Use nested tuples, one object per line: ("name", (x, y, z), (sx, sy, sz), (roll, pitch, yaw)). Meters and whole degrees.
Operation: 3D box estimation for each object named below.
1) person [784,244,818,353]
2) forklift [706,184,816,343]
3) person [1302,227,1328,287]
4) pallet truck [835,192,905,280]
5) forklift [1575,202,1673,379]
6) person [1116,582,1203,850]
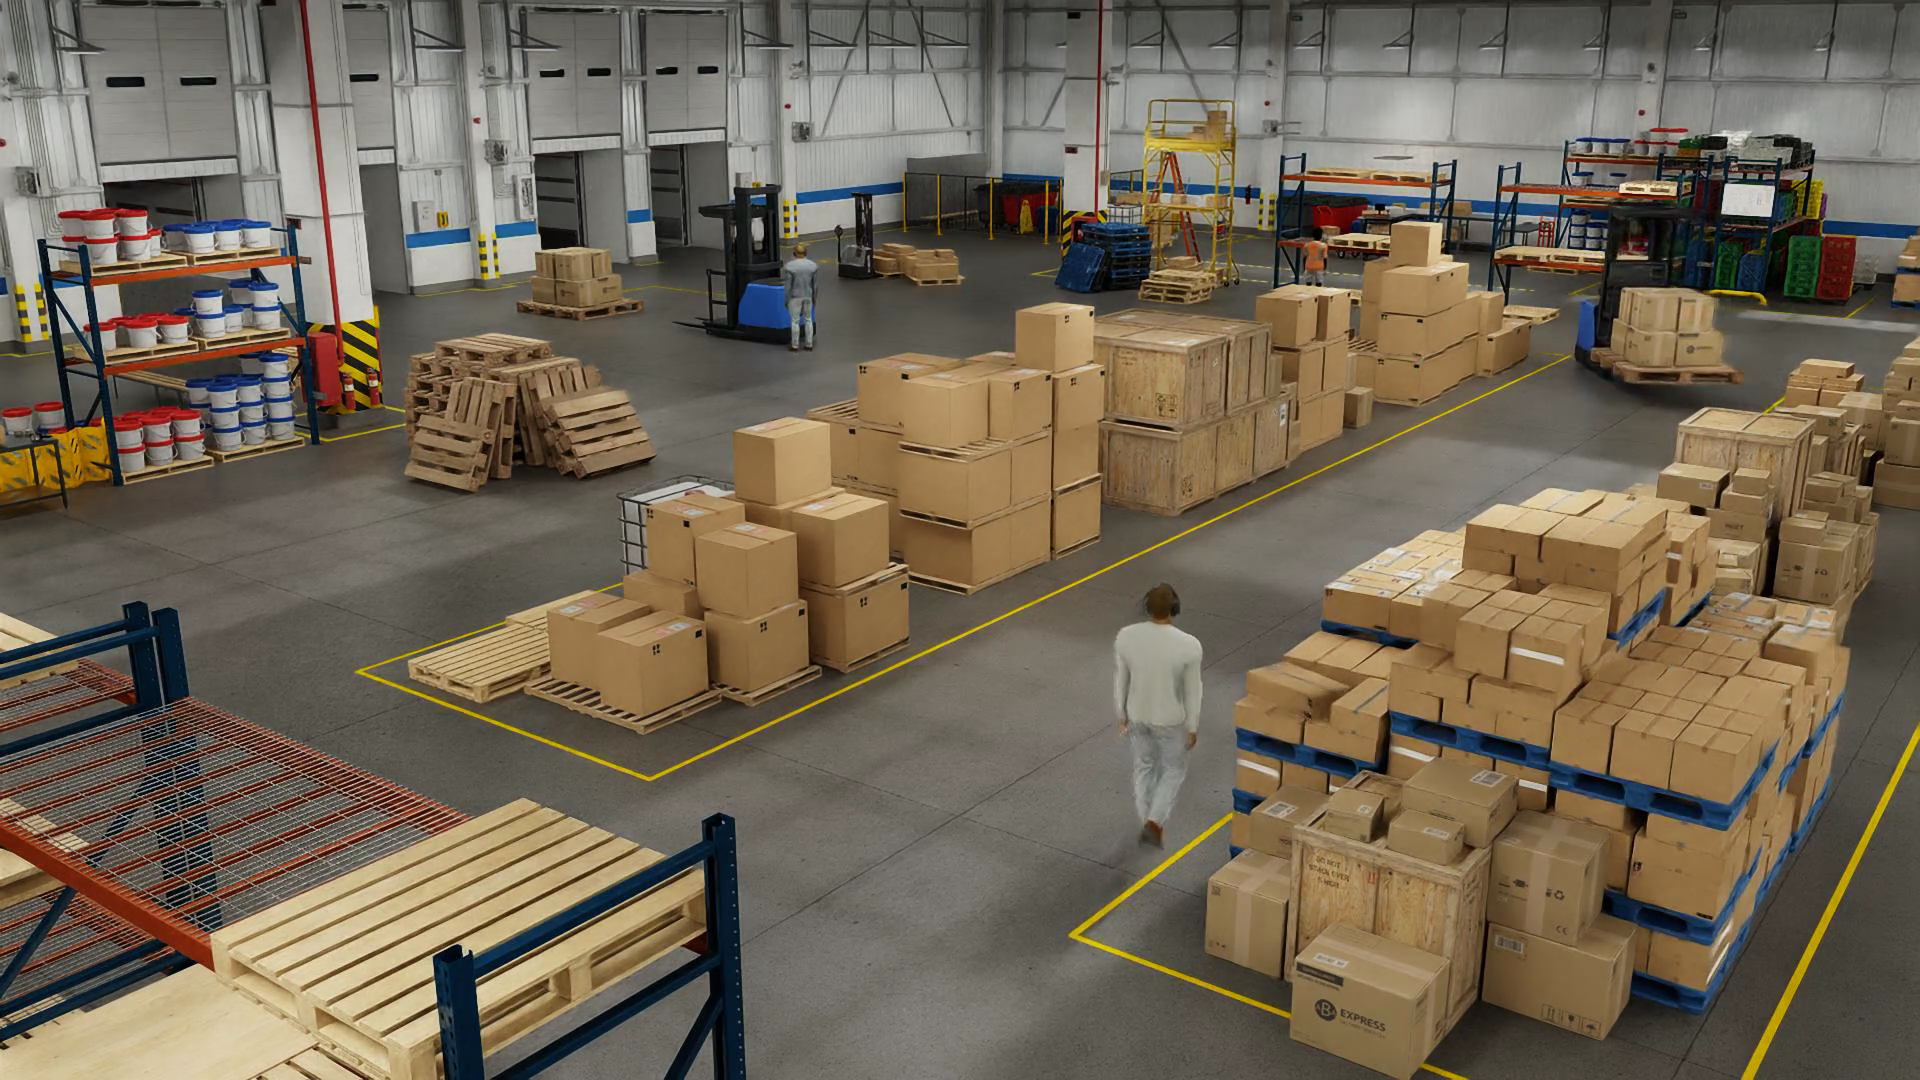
("person", (-2.826, -4.309, 29.671), (0.636, 1.930, 0.371), (-9, 19, -26))
("forklift", (-3.717, -5.181, 30.929), (1.873, 2.768, 1.129), (12, 21, 35))
("person", (7.322, -5.597, 34.318), (0.537, 1.698, 0.320), (11, 20, 33))
("pallet truck", (-1.936, -7.159, 38.982), (1.885, 1.965, 0.823), (-12, 21, -34))
("forklift", (11.181, -4.227, 27.771), (1.129, 2.768, 1.873), (1, 17, 4))
("person", (1.328, 1.228, 11.352), (0.636, 1.922, 0.539), (9, 19, 28))
